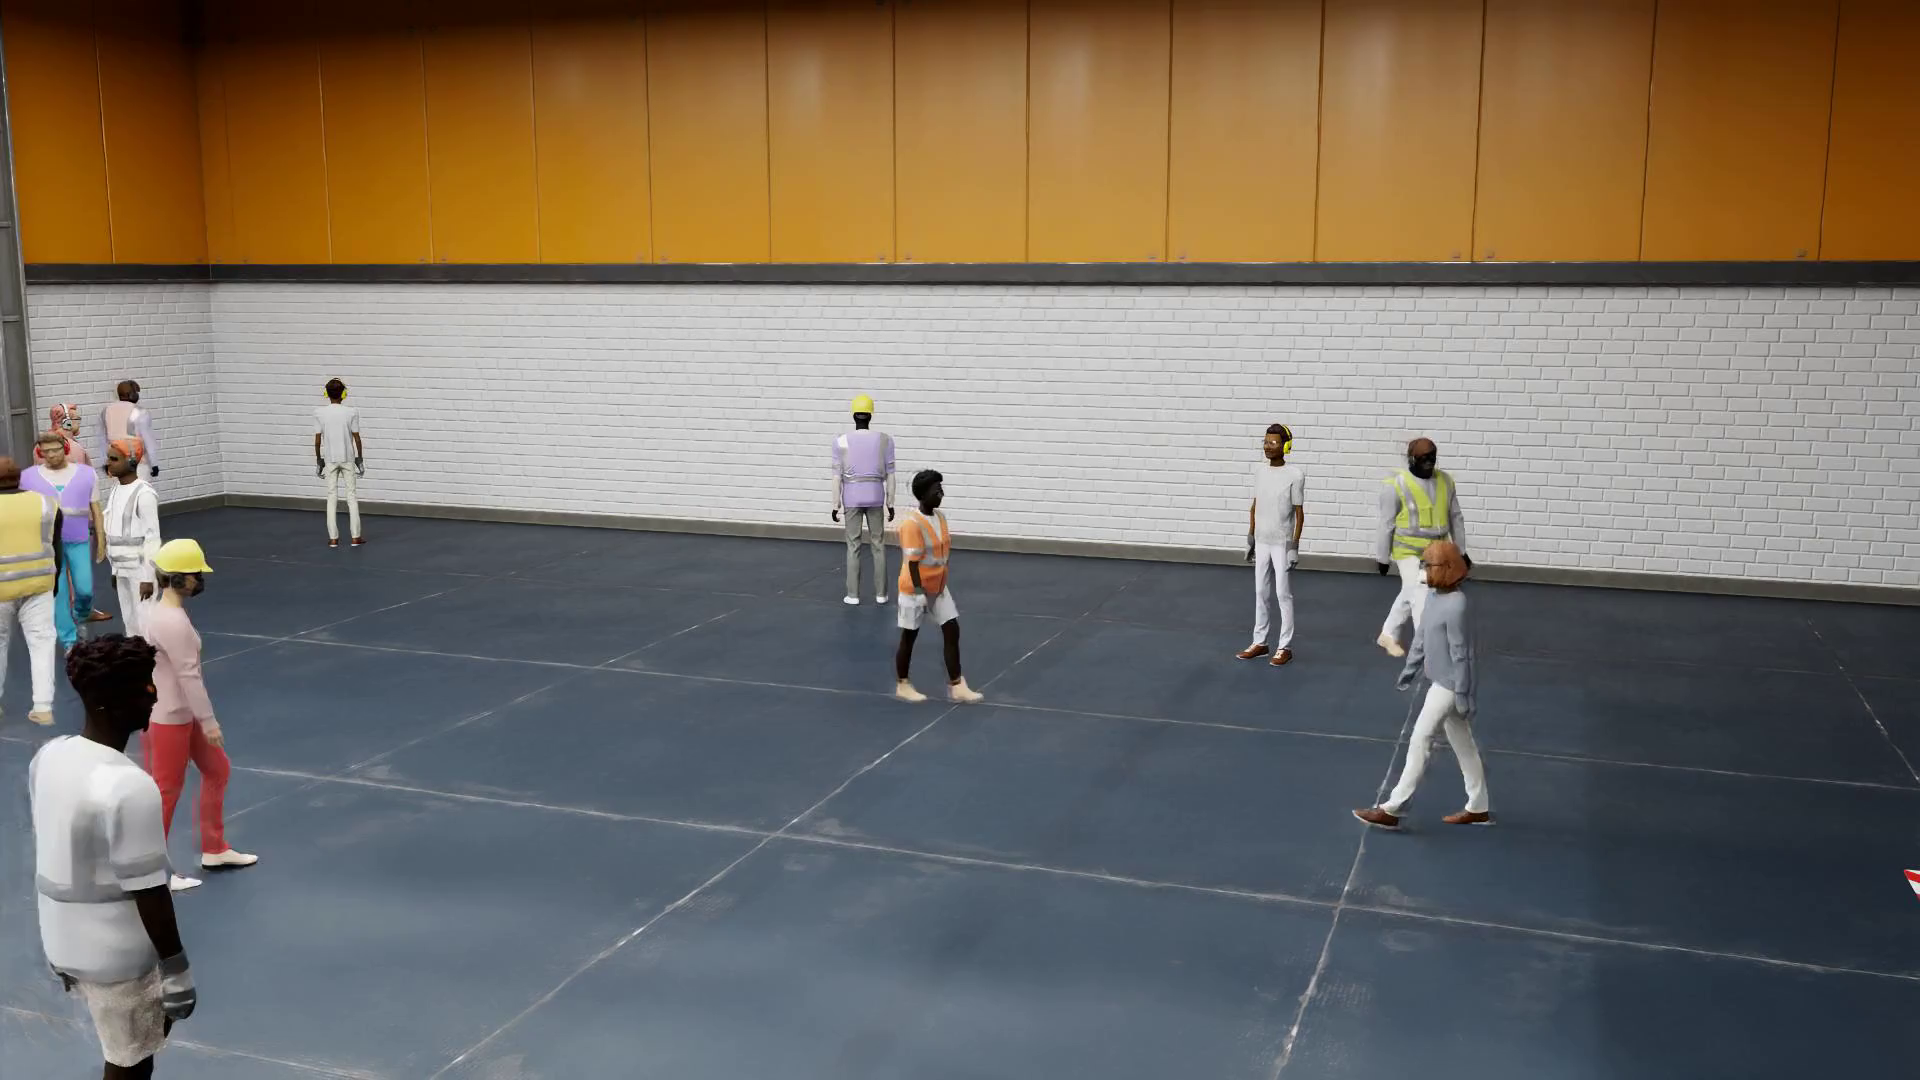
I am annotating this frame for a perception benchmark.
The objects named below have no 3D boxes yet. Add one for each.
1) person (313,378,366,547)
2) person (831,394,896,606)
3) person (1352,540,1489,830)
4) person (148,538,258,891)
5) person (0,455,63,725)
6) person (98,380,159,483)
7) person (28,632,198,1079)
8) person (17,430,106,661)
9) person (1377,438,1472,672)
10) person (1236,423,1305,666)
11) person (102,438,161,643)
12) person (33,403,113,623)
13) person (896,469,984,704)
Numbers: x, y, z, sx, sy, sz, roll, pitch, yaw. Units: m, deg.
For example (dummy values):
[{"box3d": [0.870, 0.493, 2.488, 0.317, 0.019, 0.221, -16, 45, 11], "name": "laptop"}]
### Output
[{"box3d": [-6.868, -0.857, 18.414, 0.514, 1.872, 0.328, -2, 9, -14], "name": "person"}, {"box3d": [-0.883, -0.360, 15.155, 0.592, 1.924, 0.385, -2, 9, -10], "name": "person"}, {"box3d": [2.535, 0.794, 9.029, 0.825, 1.597, 0.520, 1, 9, 6], "name": "person"}, {"box3d": [-3.752, 0.861, 8.175, 0.672, 1.742, 0.529, -4, 10, -25], "name": "person"}, {"box3d": [-6.421, 0.325, 11.267, 0.636, 1.809, 0.859, -9, 13, -44], "name": "person"}, {"box3d": [-9.287, -0.877, 18.659, 0.657, 1.829, 0.449, 2, 9, 14], "name": "person"}, {"box3d": [-2.598, 1.241, 5.144, 0.631, 1.947, 0.433, 8, 12, 39], "name": "person"}, {"box3d": [-7.086, 0.018, 13.146, 0.590, 1.818, 0.616, -6, 11, -32], "name": "person"}, {"box3d": [3.507, 0.093, 12.795, 0.628, 1.797, 0.986, -4, 10, -25], "name": "person"}, {"box3d": [2.421, 0.031, 12.894, 0.328, 1.877, 0.513, -8, 12, -41], "name": "person"}, {"box3d": [-5.803, 0.222, 11.676, 0.575, 1.885, 0.355, 8, 12, 40], "name": "person"}, {"box3d": [-7.704, -0.235, 14.444, 0.652, 1.906, 0.408, 6, 11, 33], "name": "person"}, {"box3d": [-0.155, 0.348, 11.538, 0.765, 1.660, 0.546, 6, 11, 32], "name": "person"}]
